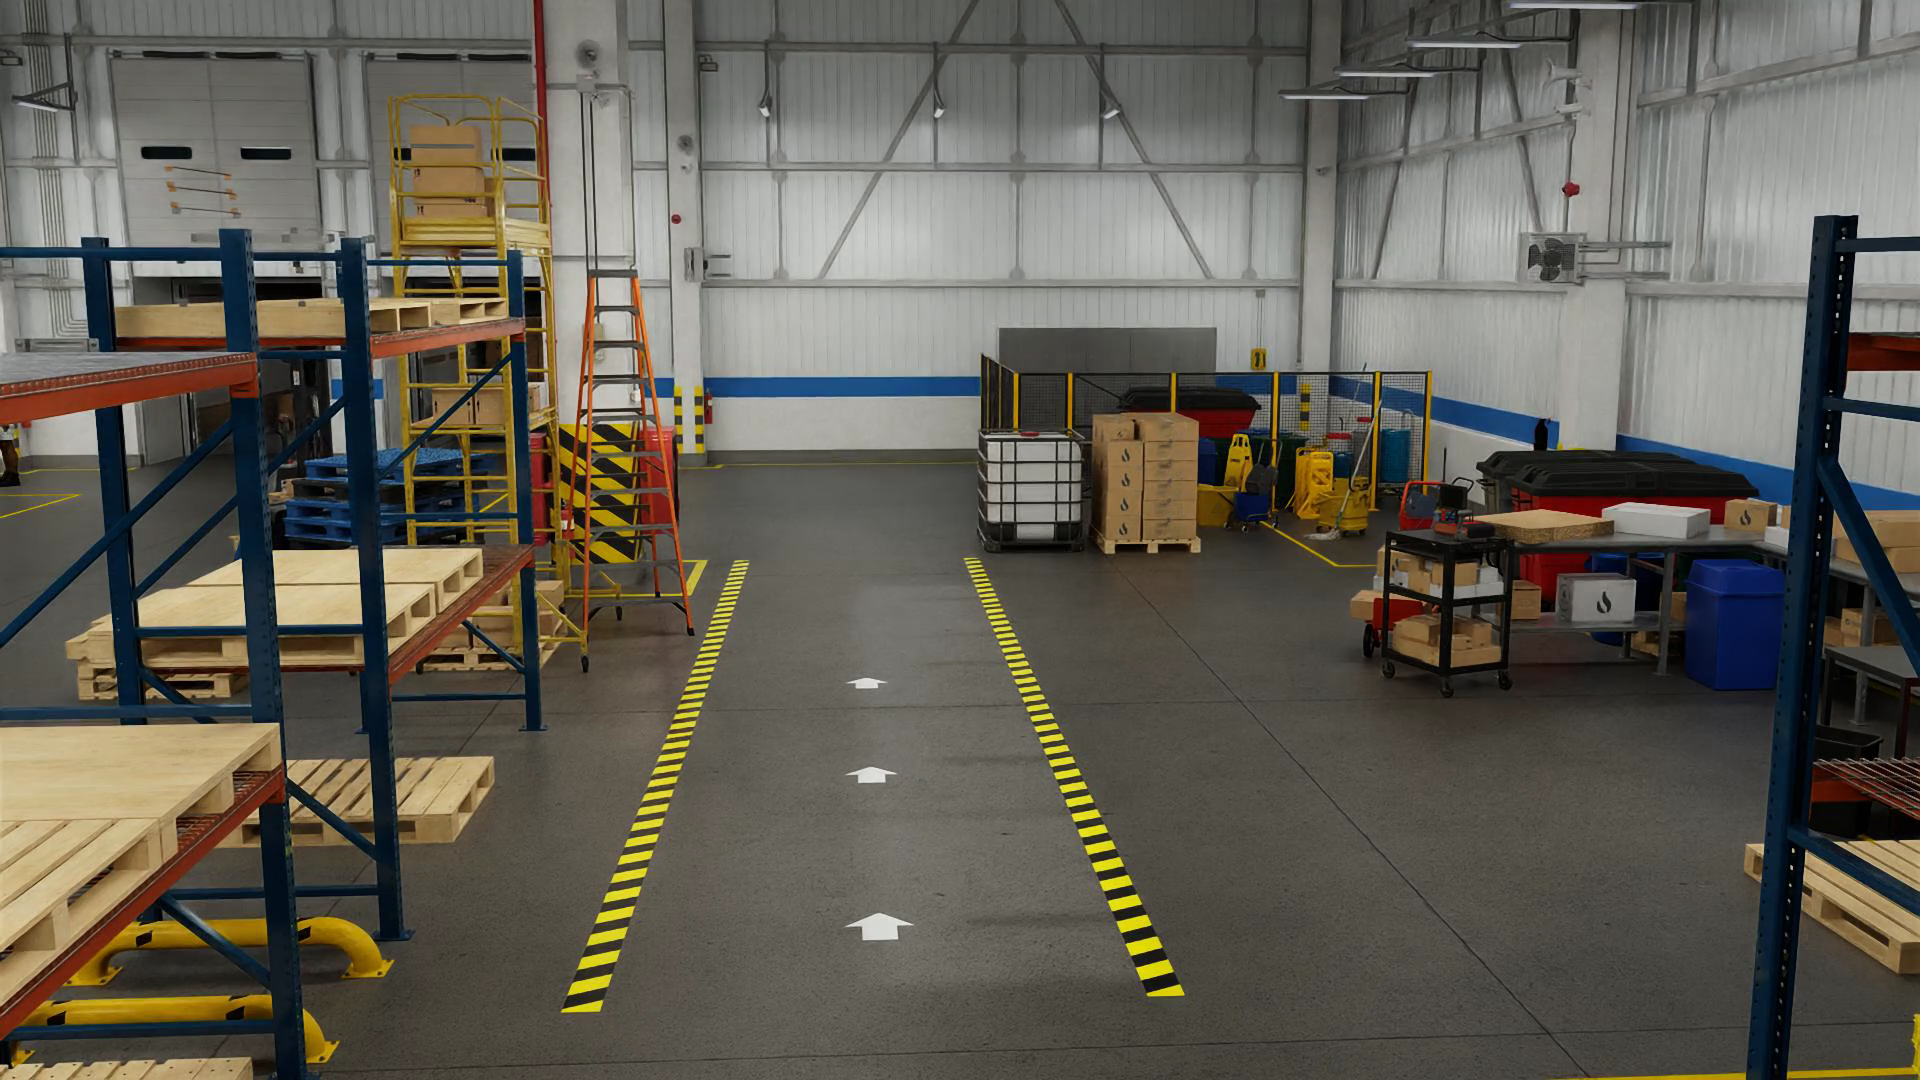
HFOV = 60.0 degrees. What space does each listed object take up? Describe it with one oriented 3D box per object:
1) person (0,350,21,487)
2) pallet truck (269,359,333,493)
[{"bbox_3d":[-13.108,-1.684,22.690,0.544,1.930,0.388,9,13,44],"label":"person"},{"bbox_3d":[-7.062,-1.131,18.996,1.885,1.965,0.823,2,9,13],"label":"pallet truck"}]
